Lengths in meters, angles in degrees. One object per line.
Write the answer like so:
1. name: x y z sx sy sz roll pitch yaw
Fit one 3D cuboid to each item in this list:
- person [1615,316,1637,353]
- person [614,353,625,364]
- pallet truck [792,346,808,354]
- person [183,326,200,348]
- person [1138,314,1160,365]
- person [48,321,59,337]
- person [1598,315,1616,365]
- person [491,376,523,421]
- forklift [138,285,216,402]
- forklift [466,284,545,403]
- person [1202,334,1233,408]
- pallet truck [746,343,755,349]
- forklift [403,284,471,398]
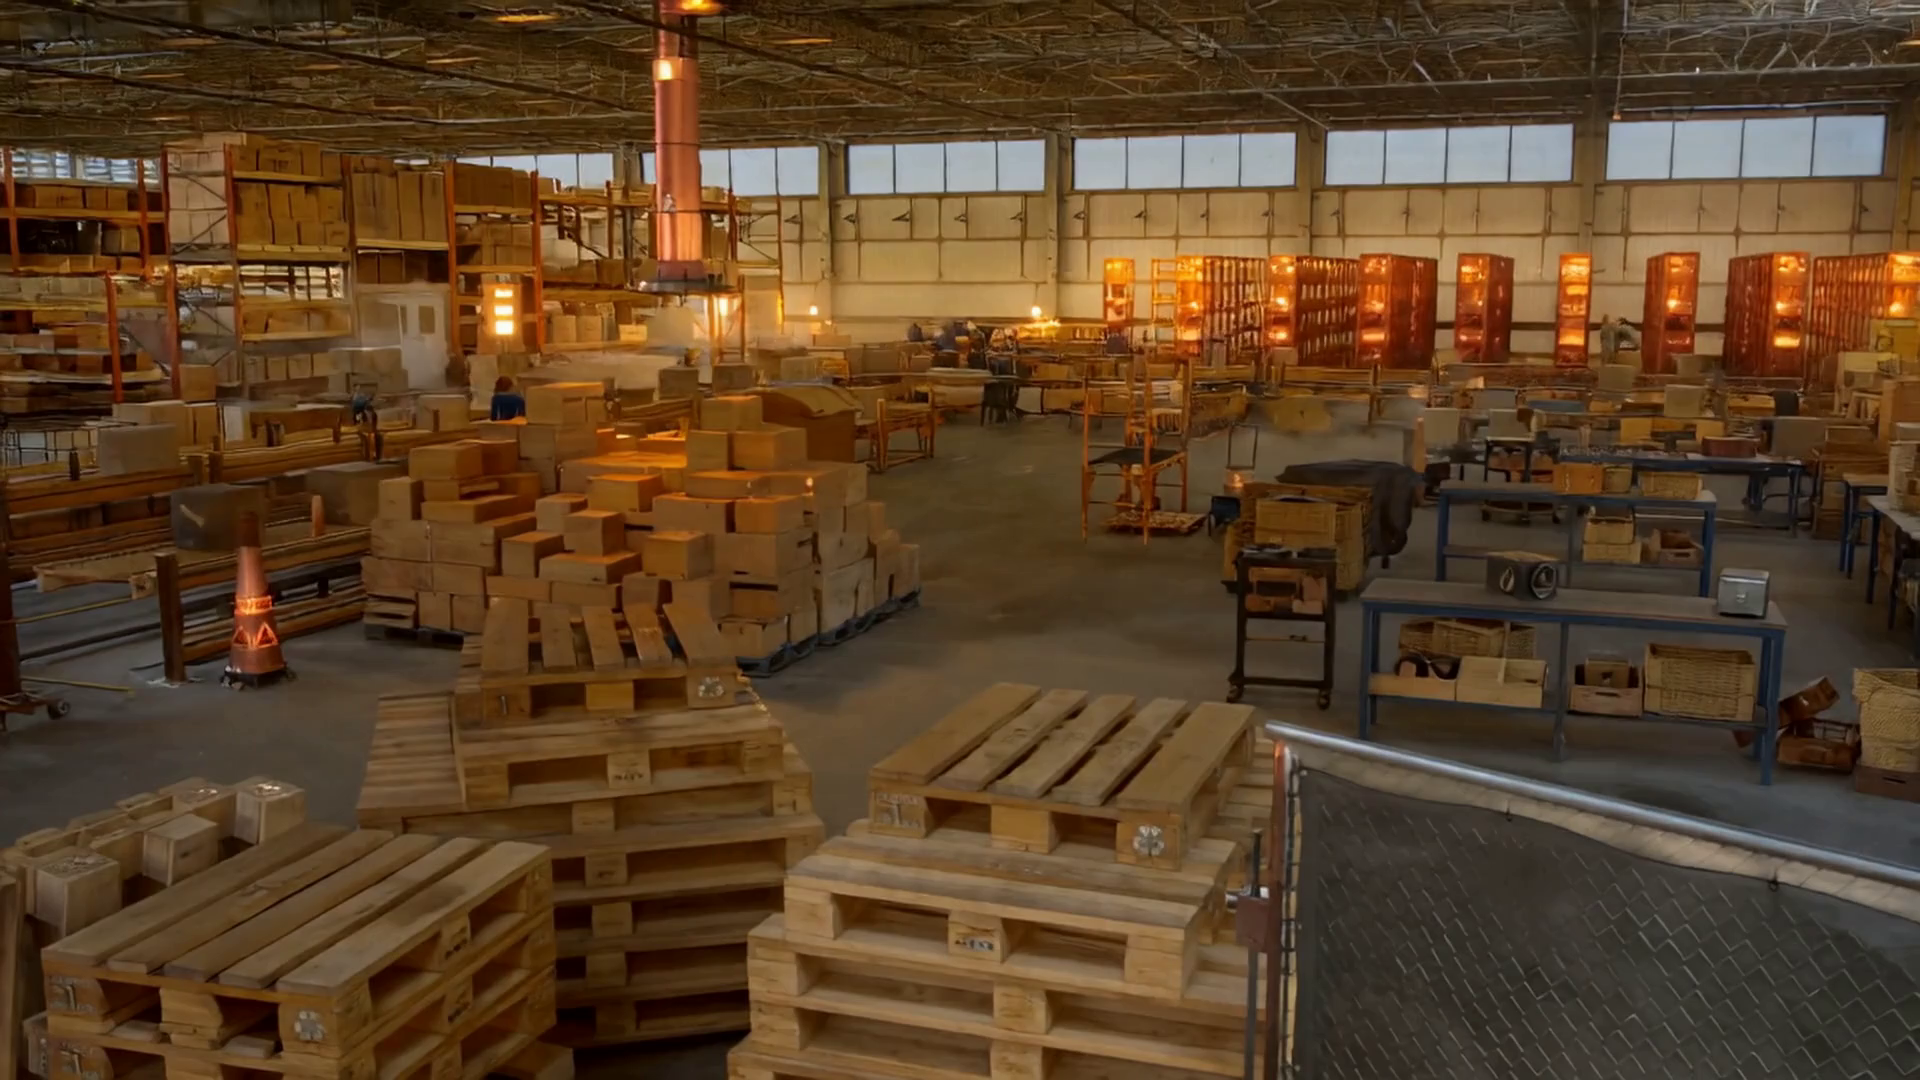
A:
1. person: 20.140 -5.865 50.331 0.608 1.793 0.797 1 9 8
2. person: -10.763 -6.175 52.570 0.553 1.693 0.350 1 9 8
3. pallet truck: -3.705 -4.298 42.022 0.653 1.274 1.630 3 10 20
4. person: -20.310 -4.824 44.089 0.544 1.684 0.517 4 10 25
5. person: 5.378 -5.427 47.149 0.606 1.928 0.777 -1 9 -9
6. person: -24.494 -5.019 45.010 0.598 1.787 0.914 2 9 15
7. person: 19.620 -5.912 50.445 0.388 1.846 0.565 -4 10 -24
8. person: -6.349 -1.482 23.336 0.287 1.625 0.497 8 12 41
9. forklift: -17.480 -4.200 36.461 1.873 2.768 1.129 3 10 19
10. forklift: -10.832 -4.702 39.610 1.129 2.768 1.873 3 10 20
11. person: 5.845 -3.811 37.661 0.915 1.723 0.526 1 9 8
12. pallet truck: -6.183 -4.618 44.264 1.601 1.201 0.680 -9 12 -43
13. forklift: -12.878 -4.810 40.288 1.129 2.768 1.873 3 10 20
